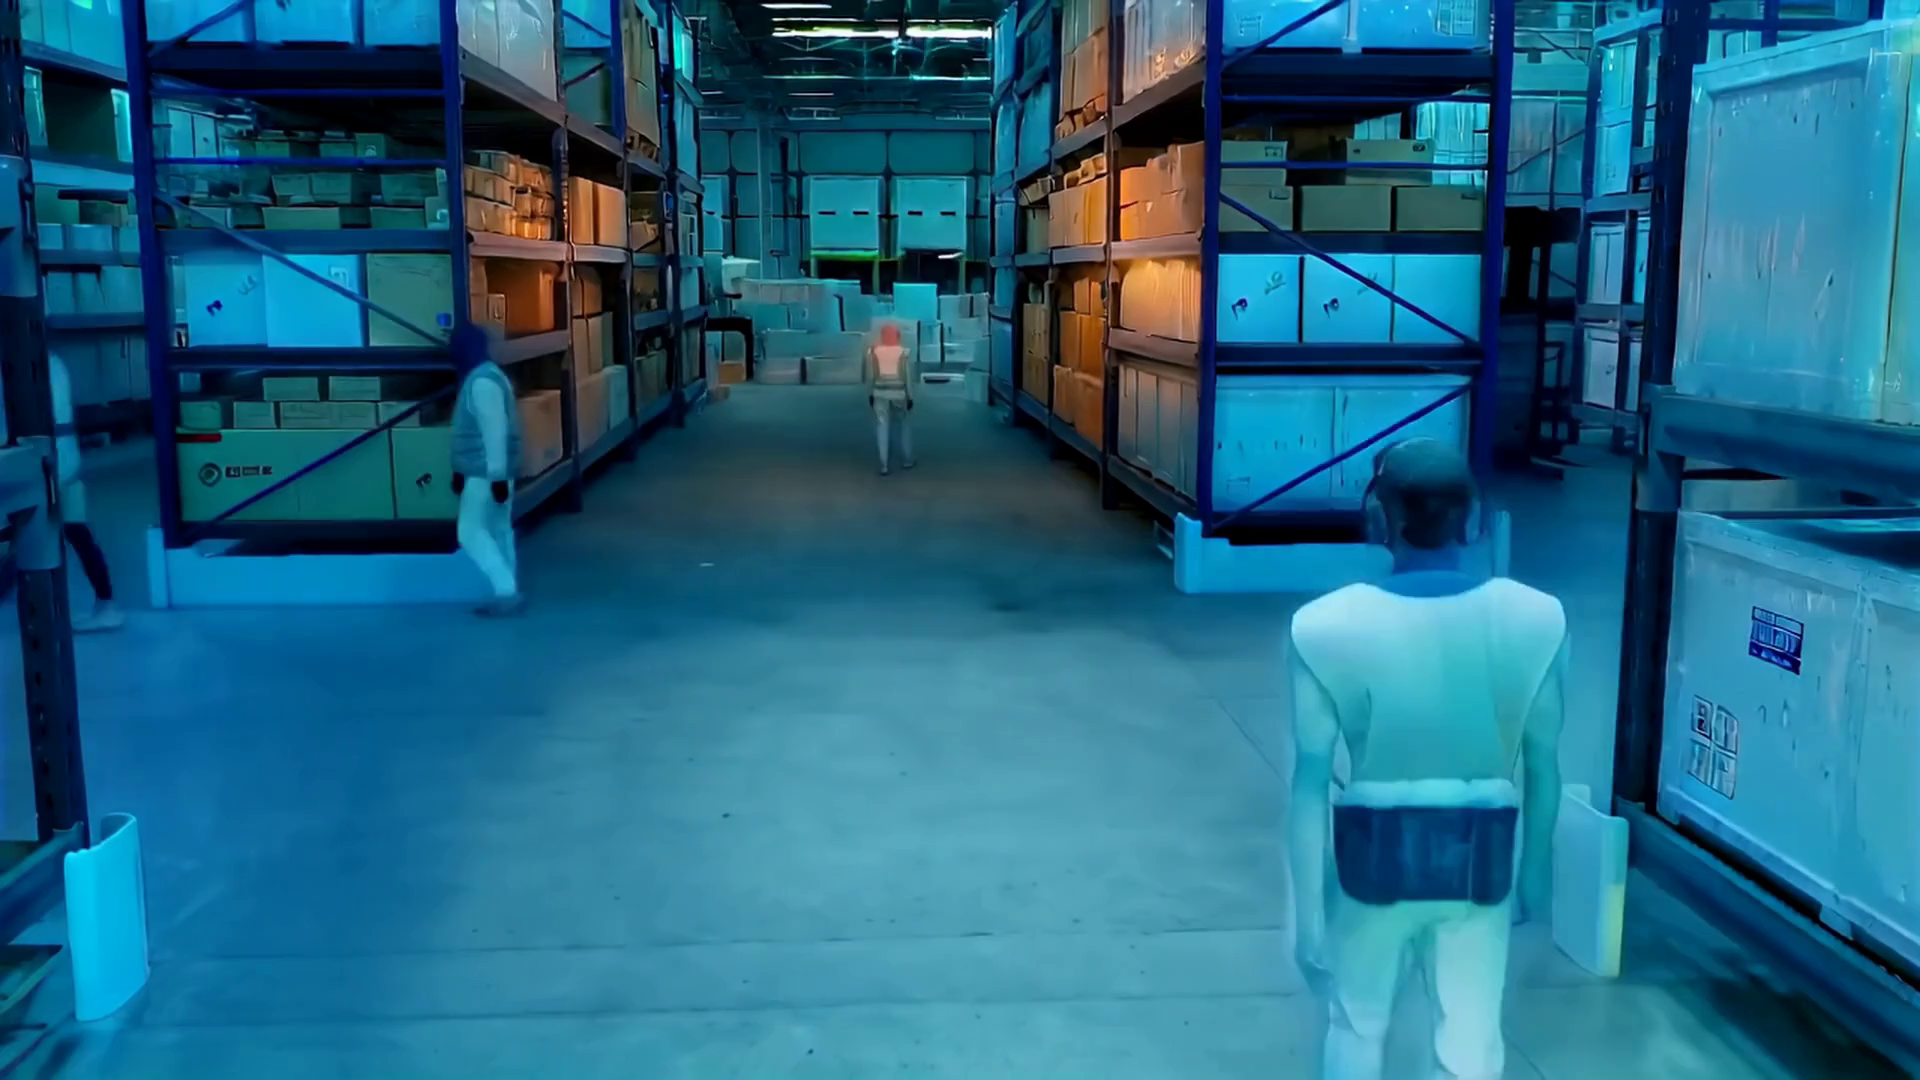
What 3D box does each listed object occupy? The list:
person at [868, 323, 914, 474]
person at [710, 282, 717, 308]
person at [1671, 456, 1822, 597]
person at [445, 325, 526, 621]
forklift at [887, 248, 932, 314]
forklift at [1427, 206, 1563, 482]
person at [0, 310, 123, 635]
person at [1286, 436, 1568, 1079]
[{"bbox_3d":[-0.726,-1.529,17.915,0.533,1.598,0.819,2,9,10],"label":"person"},{"bbox_3d":[-8.649,-7.959,57.446,1.002,1.869,0.633,0,9,-1],"label":"person"},{"bbox_3d":[2.580,0.217,5.809,0.852,1.963,0.648,-1,9,-5],"label":"person"},{"bbox_3d":[-2.923,-0.405,10.209,0.478,1.819,0.642,-2,9,-12],"label":"person"},{"bbox_3d":[-1.126,-6.429,44.700,1.873,2.768,1.129,6,11,33],"label":"forklift"},{"bbox_3d":[5.453,-2.086,17.428,1.129,2.768,1.873,-1,9,-4],"label":"forklift"},{"bbox_3d":[-5.438,-0.411,9.665,1.018,1.991,0.641,-1,9,-7],"label":"person"},{"bbox_3d":[0.941,0.693,3.370,0.577,1.806,0.950,1,9,5],"label":"person"}]
